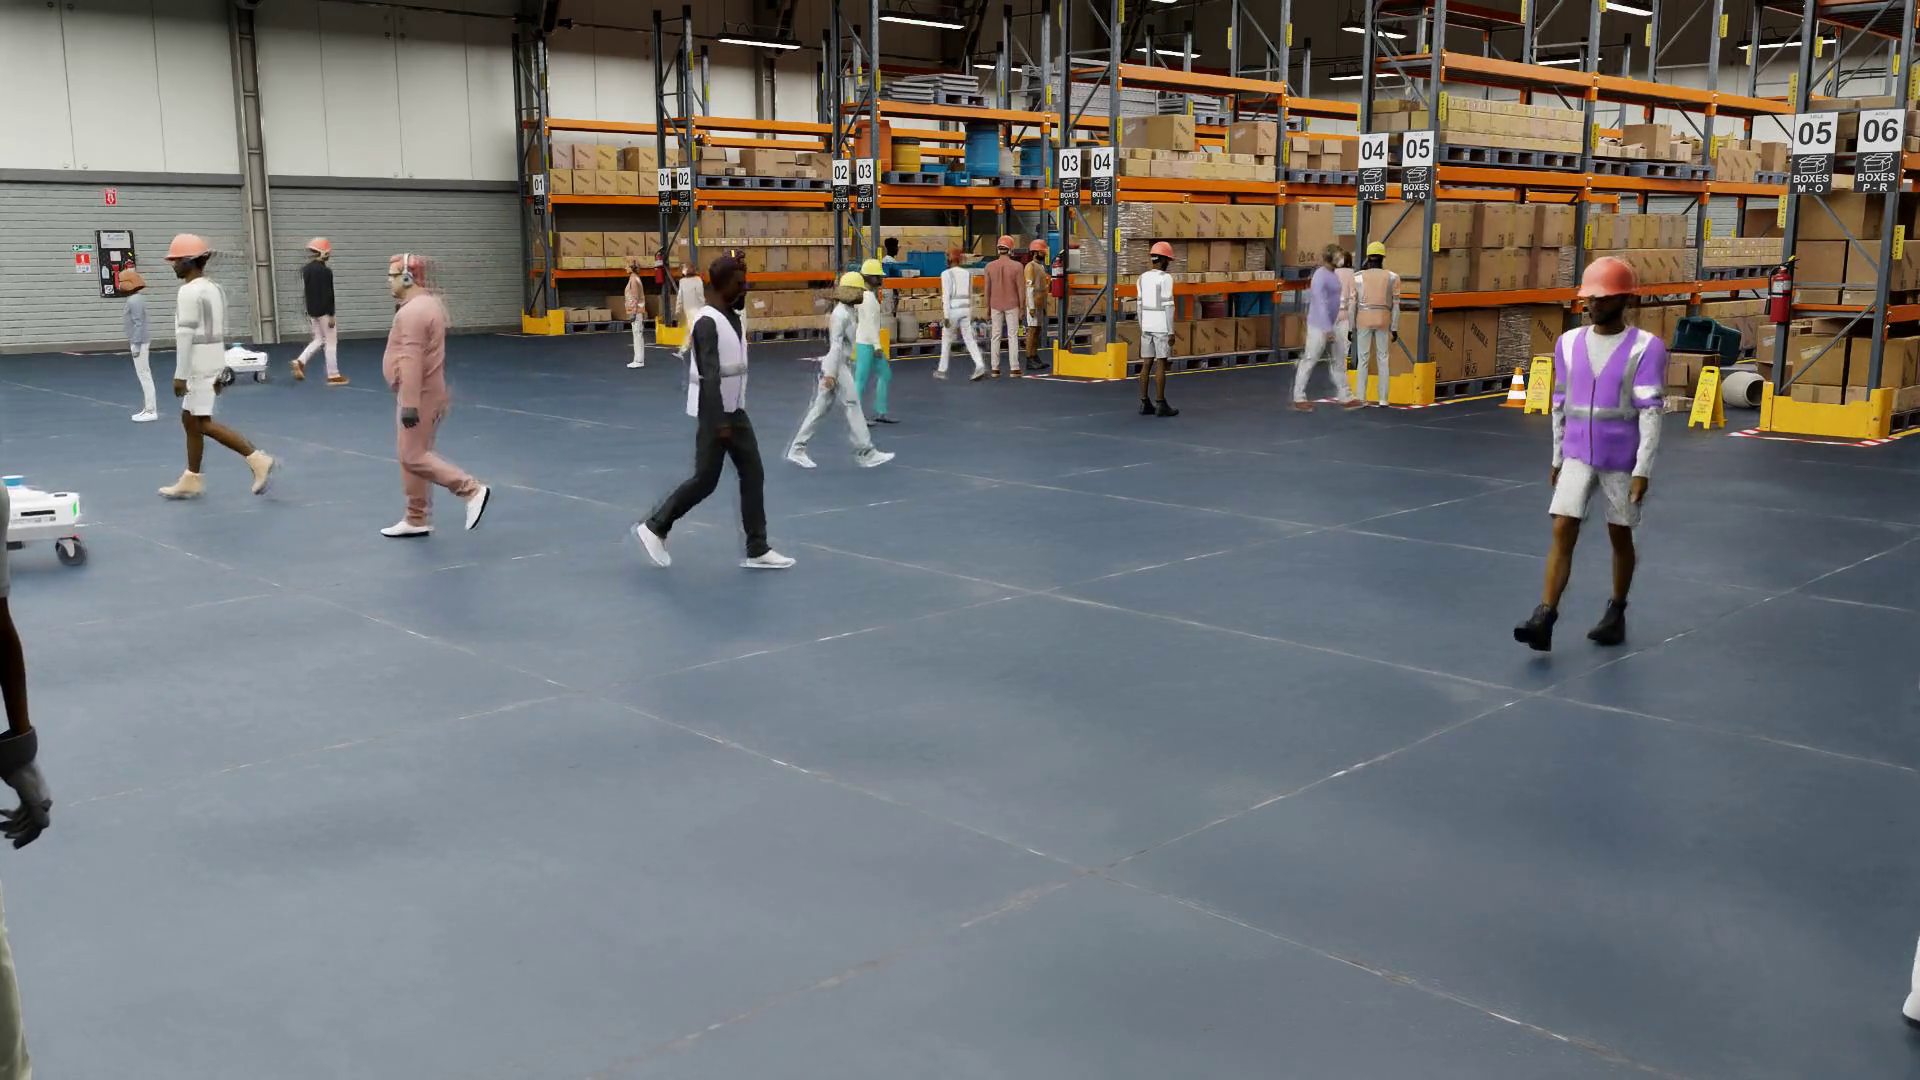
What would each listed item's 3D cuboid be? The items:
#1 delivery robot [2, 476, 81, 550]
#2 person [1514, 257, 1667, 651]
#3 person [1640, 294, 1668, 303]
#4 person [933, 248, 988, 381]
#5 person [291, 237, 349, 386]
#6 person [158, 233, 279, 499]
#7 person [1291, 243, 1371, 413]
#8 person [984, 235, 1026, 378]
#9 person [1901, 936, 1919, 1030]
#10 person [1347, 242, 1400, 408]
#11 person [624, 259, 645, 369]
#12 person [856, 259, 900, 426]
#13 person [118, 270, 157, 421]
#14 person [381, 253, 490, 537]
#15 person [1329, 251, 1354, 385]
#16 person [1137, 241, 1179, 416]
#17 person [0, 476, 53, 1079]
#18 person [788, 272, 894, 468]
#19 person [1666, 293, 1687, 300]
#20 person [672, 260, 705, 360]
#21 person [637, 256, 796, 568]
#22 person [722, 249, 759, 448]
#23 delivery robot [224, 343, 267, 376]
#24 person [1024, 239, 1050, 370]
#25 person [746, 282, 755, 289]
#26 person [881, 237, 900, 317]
[{"bbox_3d":[-5.772,-0.149,10.155,0.707,0.478,0.477,-6,12,-30],"label":"delivery robot"},{"bbox_3d":[3.030,-0.389,7.950,0.573,1.888,0.962,10,14,43],"label":"person"},{"bbox_3d":[13.395,-4.896,32.145,0.605,2.034,0.389,8,13,36],"label":"person"},{"bbox_3d":[0.012,-3.143,23.171,0.611,1.836,1.013,-9,13,-39],"label":"person"},{"bbox_3d":[-8.581,-3.051,22.234,0.632,1.980,0.673,8,13,36],"label":"person"},{"bbox_3d":[-5.705,-1.311,12.654,0.844,2.020,0.613,-2,11,-11],"label":"person"},{"bbox_3d":[4.204,-2.375,18.732,0.966,1.900,0.628,6,12,32],"label":"person"},{"bbox_3d":[0.645,-3.313,23.616,0.609,1.995,0.375,3,11,18],"label":"person"},{"bbox_3d":[2.492,0.475,3.945,0.308,1.641,0.523,7,12,33],"label":"person"},{"bbox_3d":[4.824,-2.512,19.444,0.590,1.923,0.383,1,10,8],"label":"person"},{"bbox_3d":[-4.936,-3.438,25.257,0.309,1.645,0.514,-2,11,-11],"label":"person"},{"bbox_3d":[-0.868,-2.062,17.463,0.666,1.739,0.541,0,10,2],"label":"person"},{"bbox_3d":[-8.926,-2.111,18.052,0.267,1.631,0.507,-5,11,-23],"label":"person"},{"bbox_3d":[-3.528,-0.946,11.011,0.644,1.884,0.652,-2,11,-13],"label":"person"},{"bbox_3d":[5.192,-3.012,22.551,0.647,1.786,0.971,4,11,22],"label":"person"},{"bbox_3d":[2.224,-2.368,18.639,0.371,1.931,0.543,-7,13,-35],"label":"person"},{"bbox_3d":[-2.127,0.474,3.342,0.510,1.863,0.311,-8,13,-39],"label":"person"},{"bbox_3d":[-1.063,-1.458,14.343,0.925,1.690,0.522,-1,10,-7],"label":"person"},{"bbox_3d":[14.999,-5.333,34.824,0.545,1.929,0.389,-2,11,-9],"label":"person"},{"bbox_3d":[-4.377,-3.670,26.655,0.520,1.585,0.849,9,13,39],"label":"person"},{"bbox_3d":[-1.494,-0.761,10.010,0.889,1.889,0.598,3,11,15],"label":"person"},{"bbox_3d":[-2.099,-1.771,15.554,0.322,1.871,0.531,-4,11,-20],"label":"person"},{"bbox_3d":[-9.820,-2.436,22.628,0.707,0.478,0.477,-7,12,-33],"label":"delivery robot"},{"bbox_3d":[1.165,-3.555,25.083,0.350,1.942,0.545,4,11,20],"label":"person"},{"bbox_3d":[-4.229,-5.020,33.458,0.591,1.790,0.955,9,14,41],"label":"person"},{"bbox_3d":[-1.216,-4.342,29.310,0.368,1.966,0.603,-4,11,-21],"label":"person"}]
